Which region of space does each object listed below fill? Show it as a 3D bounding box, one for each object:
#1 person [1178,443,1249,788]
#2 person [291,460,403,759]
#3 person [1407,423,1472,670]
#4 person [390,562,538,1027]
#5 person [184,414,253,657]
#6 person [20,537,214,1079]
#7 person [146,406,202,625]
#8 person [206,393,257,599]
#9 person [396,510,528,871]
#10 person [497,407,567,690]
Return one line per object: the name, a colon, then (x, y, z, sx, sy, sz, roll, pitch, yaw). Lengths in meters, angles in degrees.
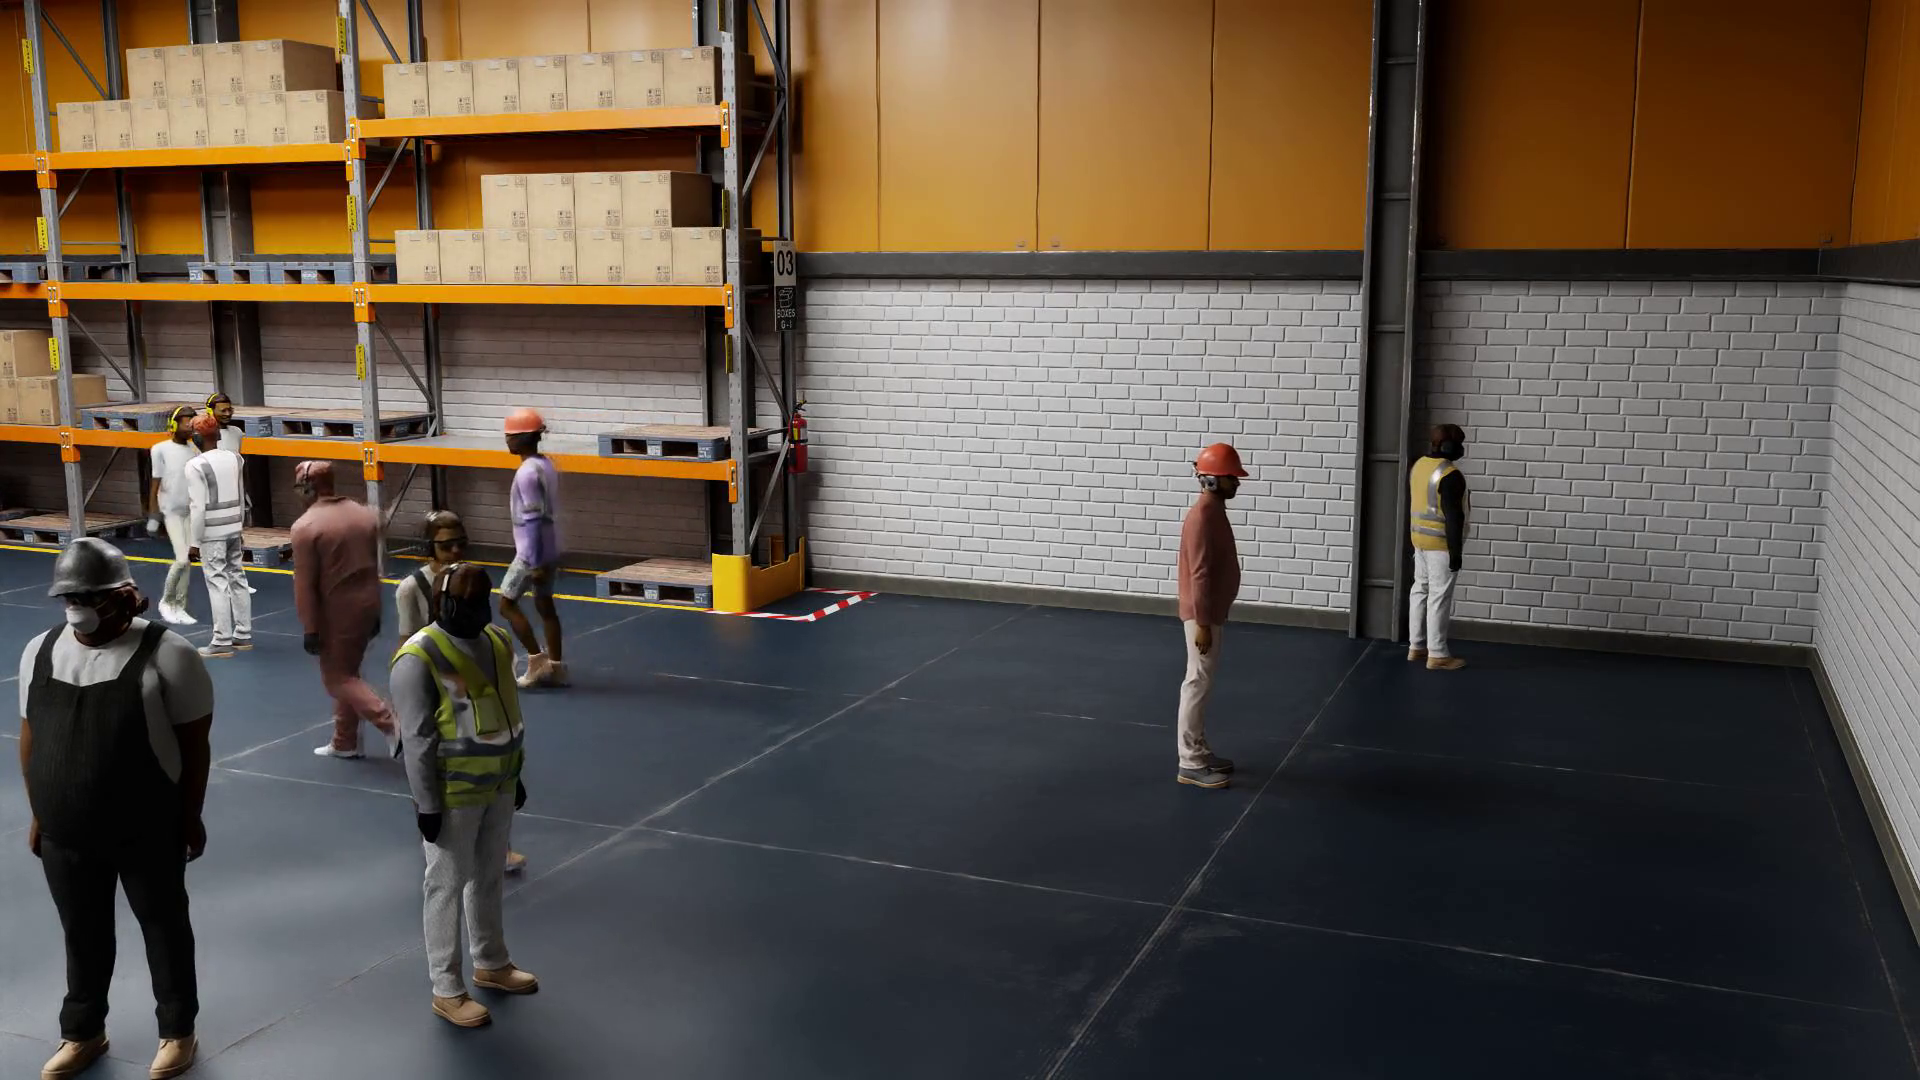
person: (1.469, 0.432, 9.692, 0.403, 1.983, 0.617, 3, 10, 16)
person: (-3.641, 0.450, 9.978, 0.716, 1.869, 0.653, 3, 10, 19)
person: (3.607, 0.042, 12.494, 0.428, 1.840, 0.631, -2, 10, -12)
person: (-1.968, 0.997, 6.704, 0.429, 1.844, 0.627, 4, 10, 21)
person: (-5.727, -0.033, 12.817, 0.361, 1.883, 0.574, 3, 10, 16)
person: (-3.129, 0.994, 6.120, 0.676, 2.000, 0.536, 0, 9, 0)
person: (-6.525, -0.200, 13.931, 0.415, 1.845, 0.550, 4, 10, 23)
person: (-6.673, -0.405, 15.113, 0.311, 1.869, 0.533, 4, 10, 24)
person: (-2.451, 0.763, 8.183, 0.773, 1.816, 0.534, 8, 13, 41)
person: (-3.032, 0.072, 11.742, 0.495, 2.024, 0.619, 1, 9, 5)
